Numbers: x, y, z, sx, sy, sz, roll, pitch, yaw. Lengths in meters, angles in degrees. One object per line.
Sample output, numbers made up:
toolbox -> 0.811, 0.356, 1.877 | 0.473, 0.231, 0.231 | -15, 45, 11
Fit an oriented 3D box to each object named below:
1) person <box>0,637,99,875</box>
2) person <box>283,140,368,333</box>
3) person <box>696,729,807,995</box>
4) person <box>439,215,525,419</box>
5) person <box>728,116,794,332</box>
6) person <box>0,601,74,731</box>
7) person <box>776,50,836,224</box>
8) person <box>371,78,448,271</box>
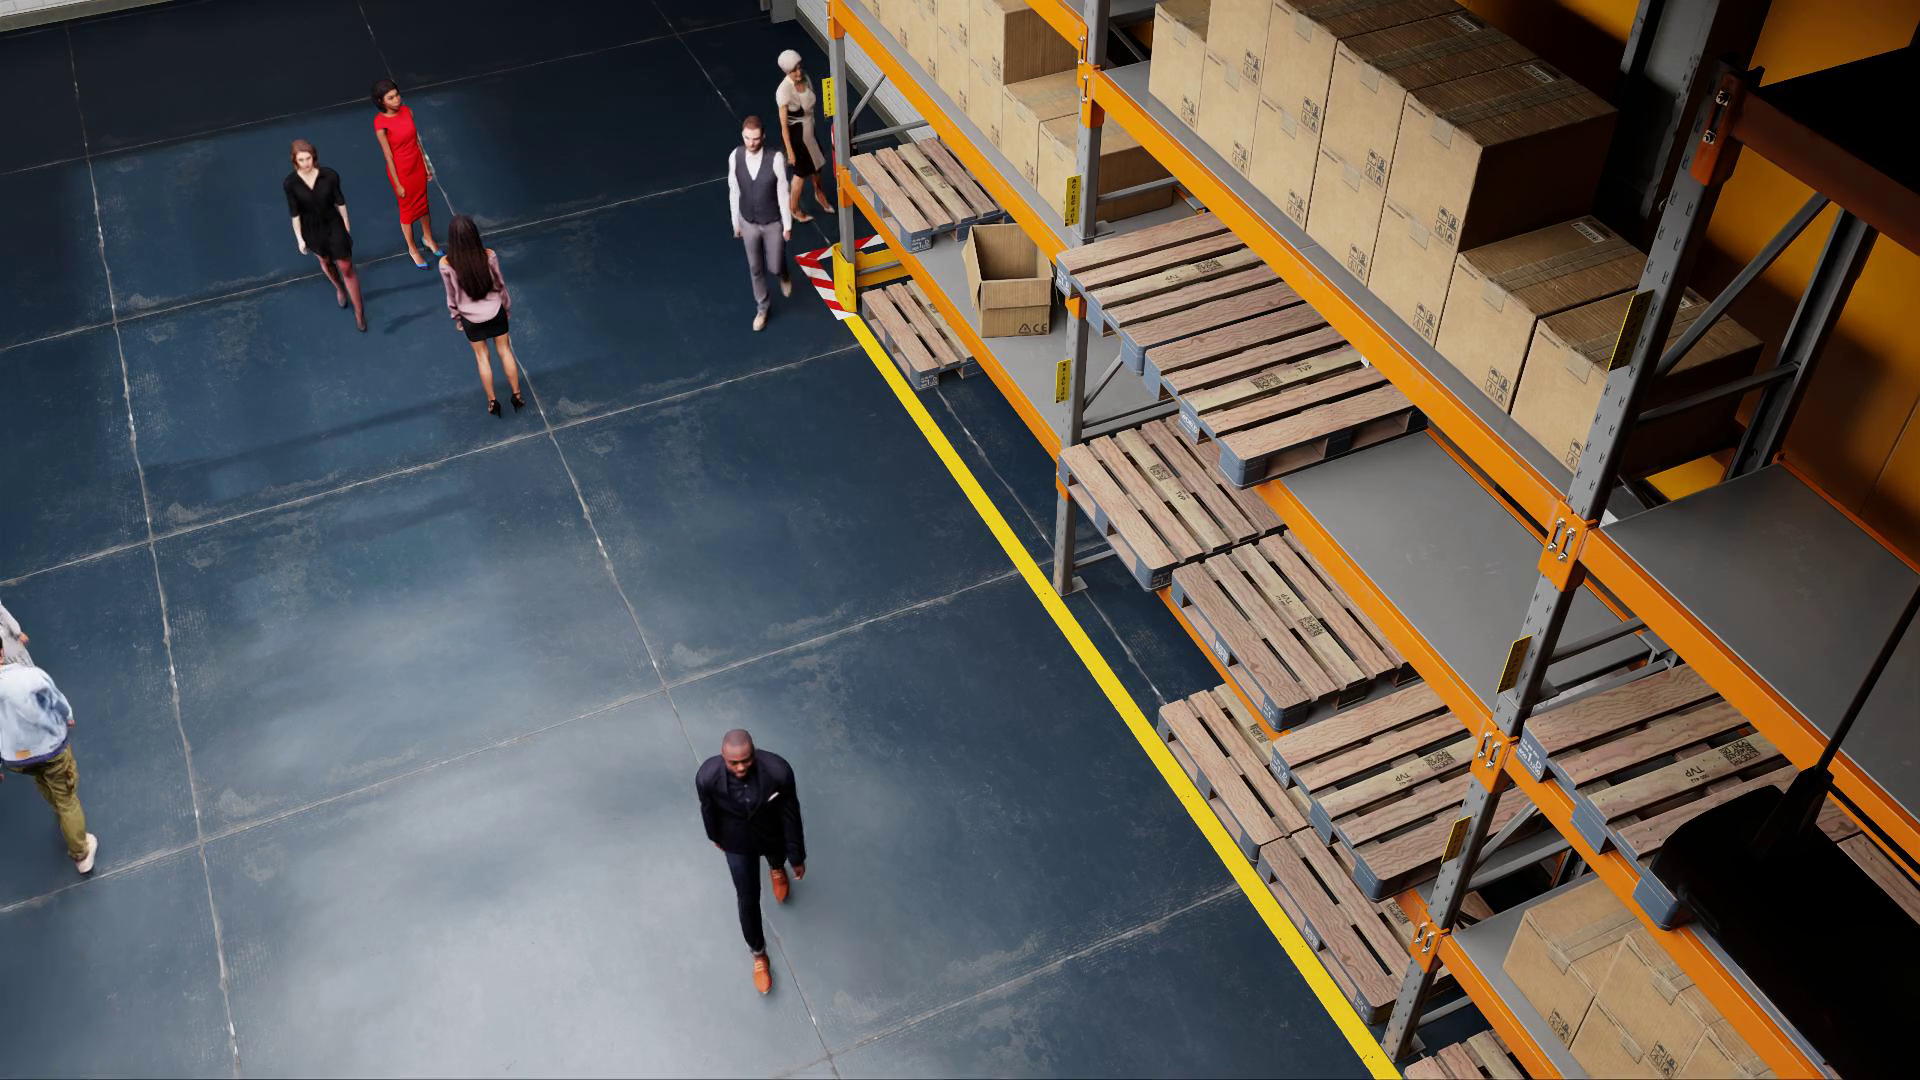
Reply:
person -> -5.372, 1.285, 9.654 | 0.775, 1.781, 0.970 | -12, 45, -12
person -> -5.302, -2.609, 13.818 | 0.655, 1.676, 0.948 | -13, 45, -13
person -> -1.129, 1.597, 9.328 | 0.926, 1.778, 1.263 | -6, 44, -6
person -> -3.655, -1.707, 12.772 | 0.624, 1.812, 0.537 | -15, 46, -15
person -> -1.594, -2.674, 13.706 | 0.935, 1.924, 1.018 | 10, 45, 11
person -> -6.076, 0.639, 10.339 | 0.653, 1.772, 0.640 | -2, 44, -2
person -> -1.491, -3.559, 14.781 | 0.841, 1.722, 0.802 | 11, 45, 11
person -> -4.775, -3.165, 14.352 | 0.675, 1.744, 0.640 | 20, 47, 20
